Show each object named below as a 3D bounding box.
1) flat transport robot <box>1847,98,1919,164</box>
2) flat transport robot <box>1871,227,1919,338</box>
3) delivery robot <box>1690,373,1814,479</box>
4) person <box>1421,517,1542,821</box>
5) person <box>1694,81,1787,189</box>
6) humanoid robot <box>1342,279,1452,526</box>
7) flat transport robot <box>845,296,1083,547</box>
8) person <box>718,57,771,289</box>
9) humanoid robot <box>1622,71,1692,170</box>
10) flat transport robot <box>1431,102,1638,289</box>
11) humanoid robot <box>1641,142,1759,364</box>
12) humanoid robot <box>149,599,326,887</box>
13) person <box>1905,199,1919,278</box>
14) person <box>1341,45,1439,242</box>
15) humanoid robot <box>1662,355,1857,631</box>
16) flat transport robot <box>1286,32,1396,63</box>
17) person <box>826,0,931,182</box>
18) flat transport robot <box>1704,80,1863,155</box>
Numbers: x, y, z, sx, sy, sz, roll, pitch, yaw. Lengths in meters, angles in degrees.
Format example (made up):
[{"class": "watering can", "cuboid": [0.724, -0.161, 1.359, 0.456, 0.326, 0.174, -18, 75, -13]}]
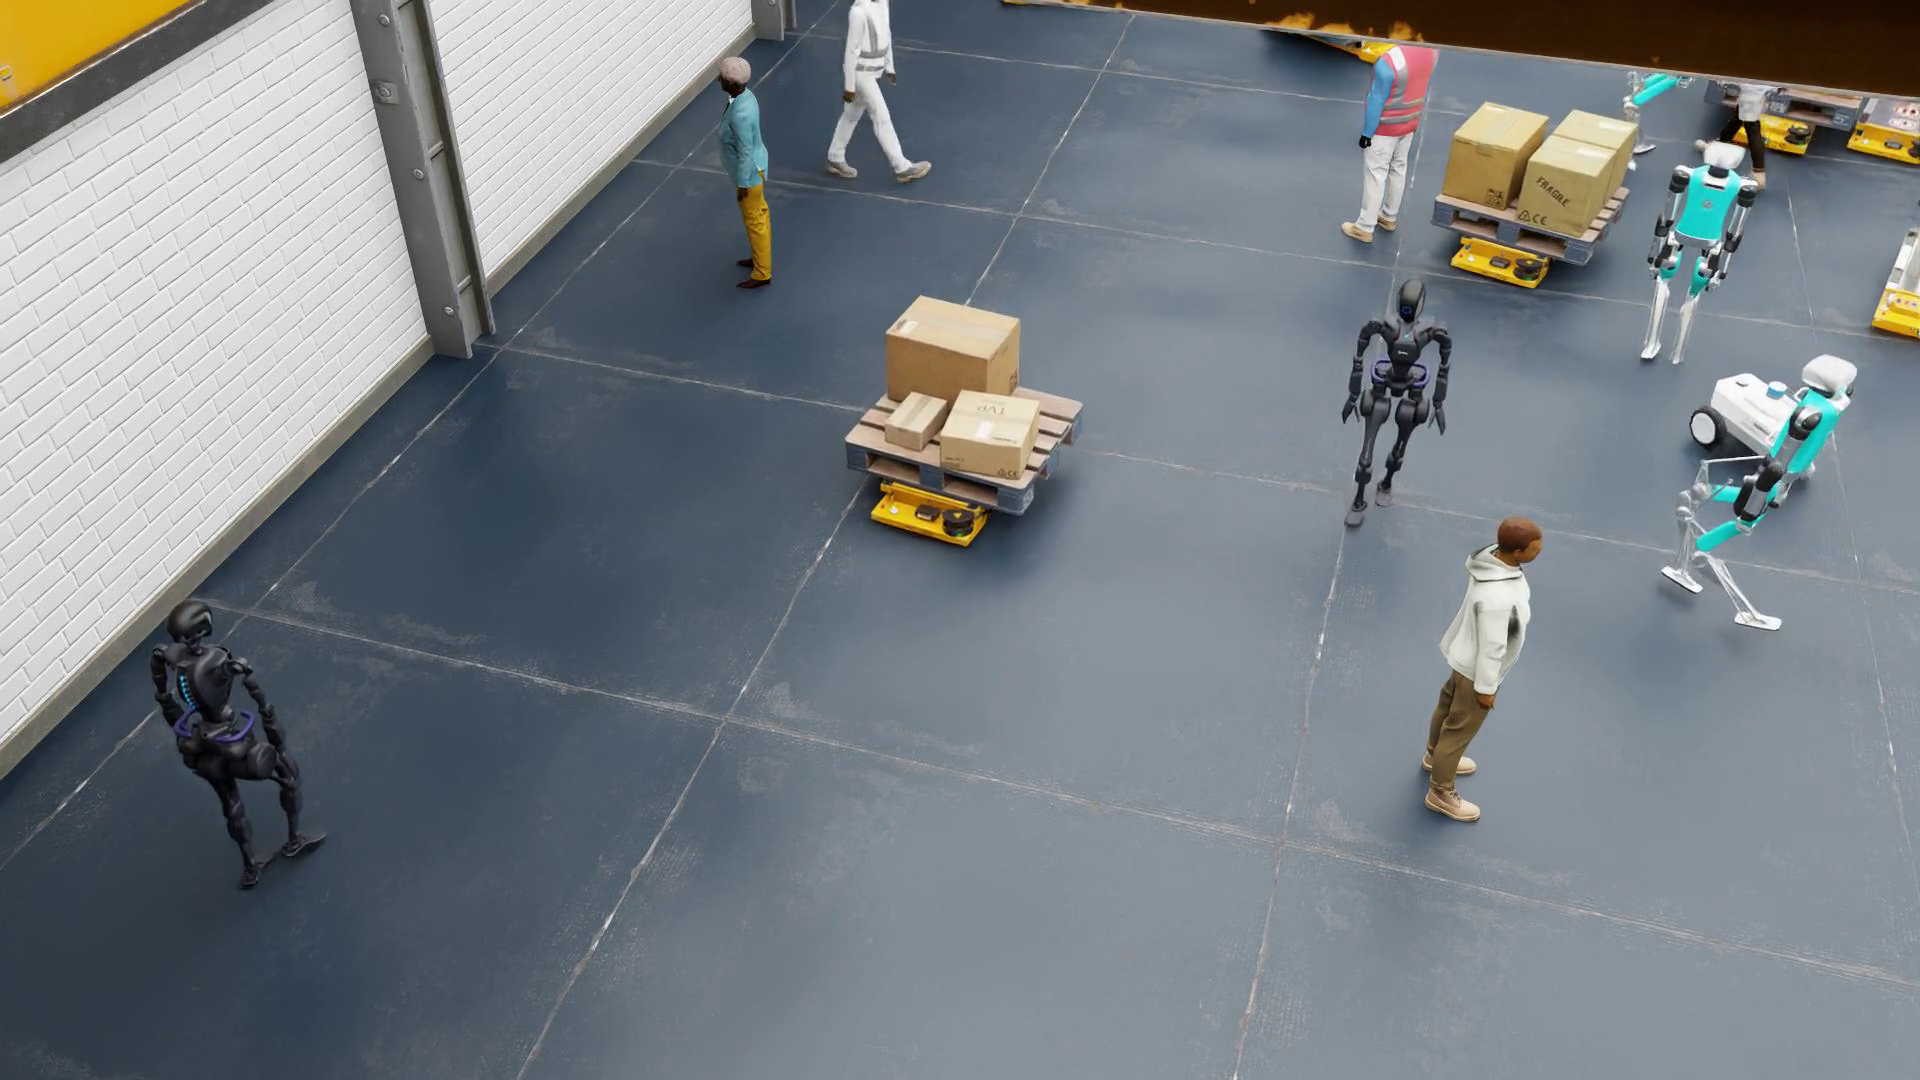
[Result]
[{"class": "flat transport robot", "cuboid": [8.291, -3.686, 14.589, 0.659, 0.231, 1.431, 23, 44, 25]}, {"class": "flat transport robot", "cuboid": [7.262, -1.883, 12.347, 0.659, 0.231, 1.431, 22, 44, 25]}, {"class": "delivery robot", "cuboid": [5.170, -0.758, 10.694, 0.499, 0.563, 0.738, -14, 41, -17]}, {"class": "person", "cuboid": [2.500, 0.594, 8.069, 0.363, 1.766, 0.535, 7, 39, 9]}, {"class": "person", "cuboid": [6.505, -3.736, 13.546, 0.541, 1.653, 0.869, -20, 43, -23]}, {"class": "humanoid robot", "cuboid": [2.606, -0.821, 9.913, 0.614, 1.637, 0.638, 9, 40, 11]}, {"class": "flat transport robot", "cuboid": [0.043, -0.500, 10.626, 0.659, 0.231, 1.431, 16, 42, 19]}, {"class": "person", "cuboid": [-1.571, -2.677, 12.148, 0.345, 1.755, 0.525, -1, 39, -2]}, {"class": "humanoid robot", "cuboid": [5.812, -3.974, 13.771, 0.792, 1.778, 0.581, 7, 39, 9]}, {"class": "flat transport robot", "cuboid": [4.420, -2.414, 13.007, 0.659, 0.231, 1.431, 23, 44, 26]}, {"class": "humanoid robot", "cuboid": [4.949, -1.926, 11.270, 0.532, 1.814, 0.785, 17, 42, 20]}, {"class": "humanoid robot", "cuboid": [-3.403, 0.927, 7.731, 0.608, 1.649, 0.448, 6, 39, 7]}, {"class": "person", "cuboid": [7.167, -2.422, 11.923, 0.521, 1.636, 0.308, 17, 42, 20]}, {"class": "person", "cuboid": [3.287, -3.180, 12.715, 0.611, 1.836, 0.429, -26, 46, -29]}, {"class": "humanoid robot", "cuboid": [4.351, -0.318, 9.227, 0.958, 1.741, 0.535, 32, 49, 33]}, {"class": "flat transport robot", "cuboid": [3.698, -5.022, 16.251, 0.659, 0.231, 1.431, -31, 48, -32]}, {"class": "person", "cuboid": [-0.717, -3.771, 13.447, 0.926, 1.827, 0.591, 8, 40, 10]}, {"class": "flat transport robot", "cuboid": [7.296, -3.838, 14.778, 0.659, 0.231, 1.431, 20, 43, 23]}]
